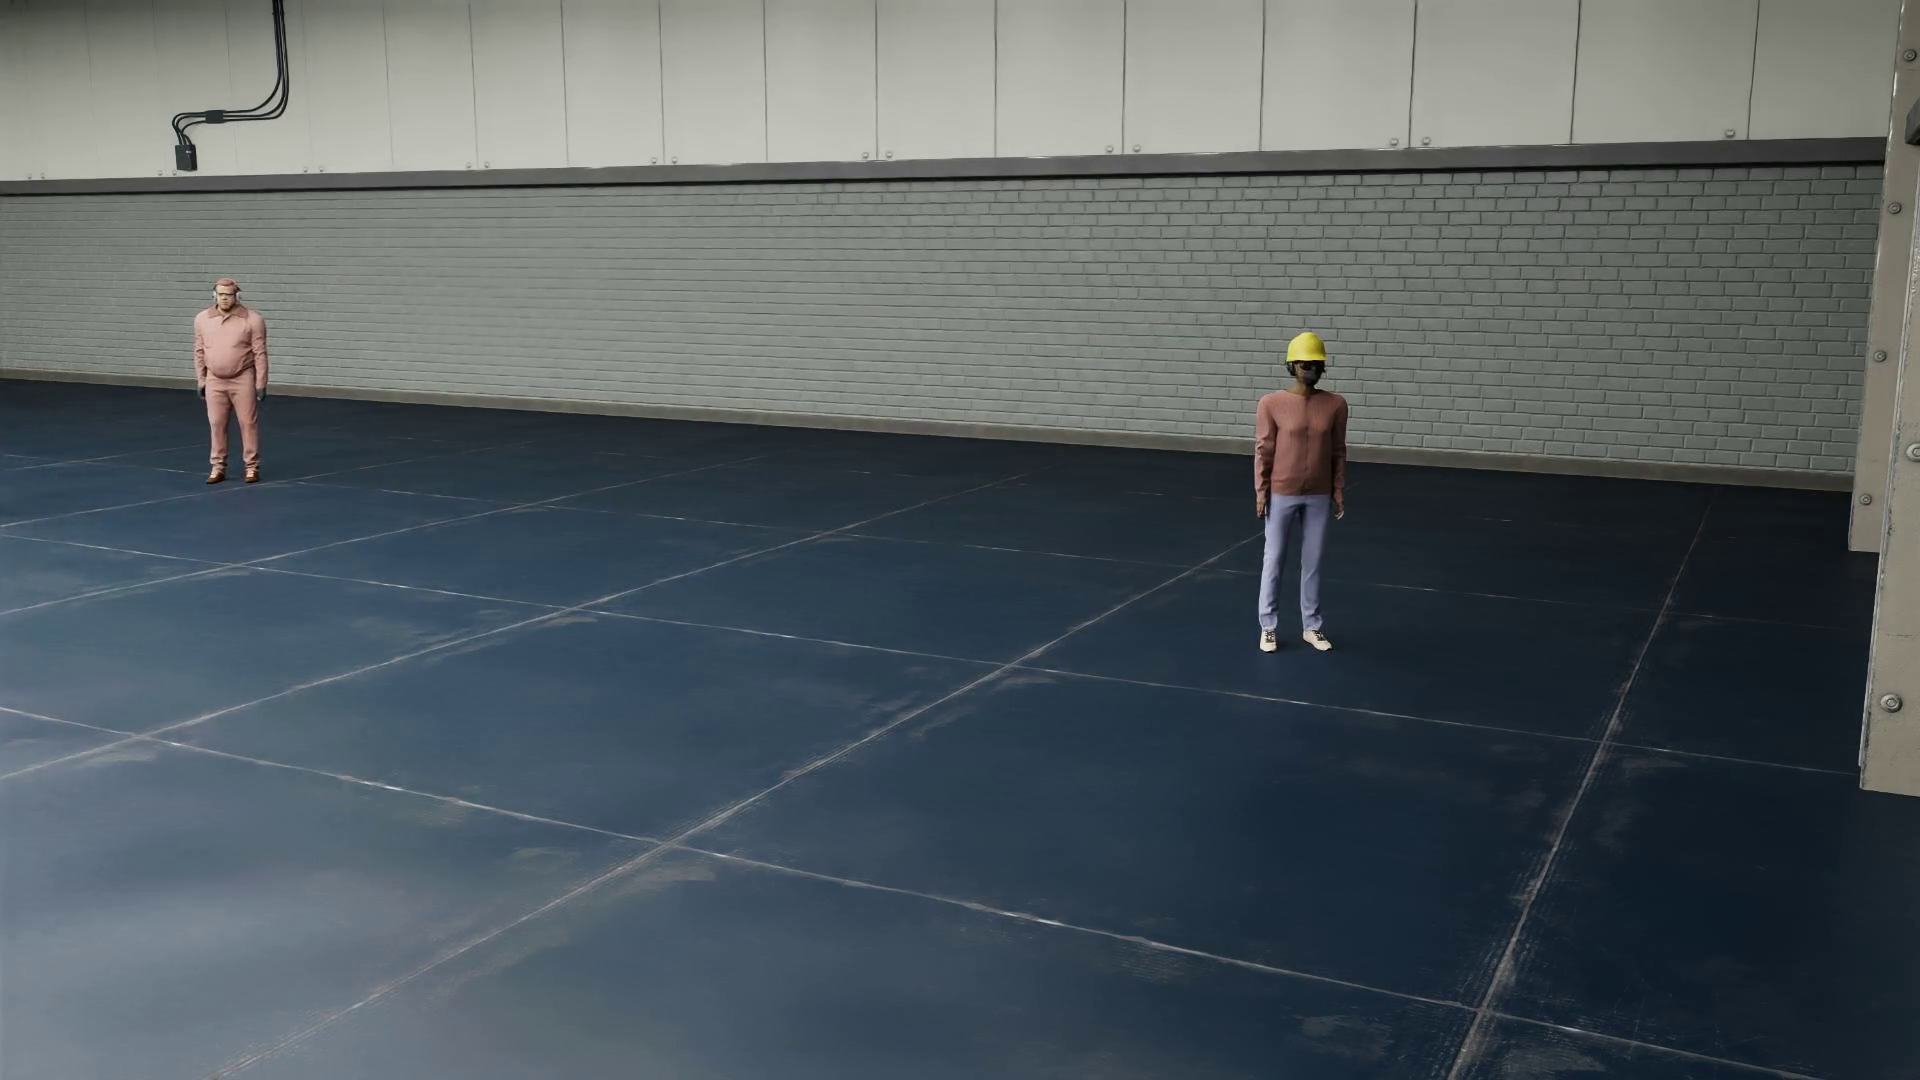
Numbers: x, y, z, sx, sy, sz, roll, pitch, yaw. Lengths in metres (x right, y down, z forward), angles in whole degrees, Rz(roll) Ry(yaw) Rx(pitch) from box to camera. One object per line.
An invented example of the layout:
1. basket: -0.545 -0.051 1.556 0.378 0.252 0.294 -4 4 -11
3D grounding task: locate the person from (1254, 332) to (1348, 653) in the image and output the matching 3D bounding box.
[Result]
1. person: 1.879 -0.256 9.183 0.530 1.772 0.303 -1 10 -7

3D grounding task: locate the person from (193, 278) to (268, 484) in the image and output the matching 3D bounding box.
1. person: -6.765 -1.467 15.437 0.650 1.904 0.398 -1 10 -5
